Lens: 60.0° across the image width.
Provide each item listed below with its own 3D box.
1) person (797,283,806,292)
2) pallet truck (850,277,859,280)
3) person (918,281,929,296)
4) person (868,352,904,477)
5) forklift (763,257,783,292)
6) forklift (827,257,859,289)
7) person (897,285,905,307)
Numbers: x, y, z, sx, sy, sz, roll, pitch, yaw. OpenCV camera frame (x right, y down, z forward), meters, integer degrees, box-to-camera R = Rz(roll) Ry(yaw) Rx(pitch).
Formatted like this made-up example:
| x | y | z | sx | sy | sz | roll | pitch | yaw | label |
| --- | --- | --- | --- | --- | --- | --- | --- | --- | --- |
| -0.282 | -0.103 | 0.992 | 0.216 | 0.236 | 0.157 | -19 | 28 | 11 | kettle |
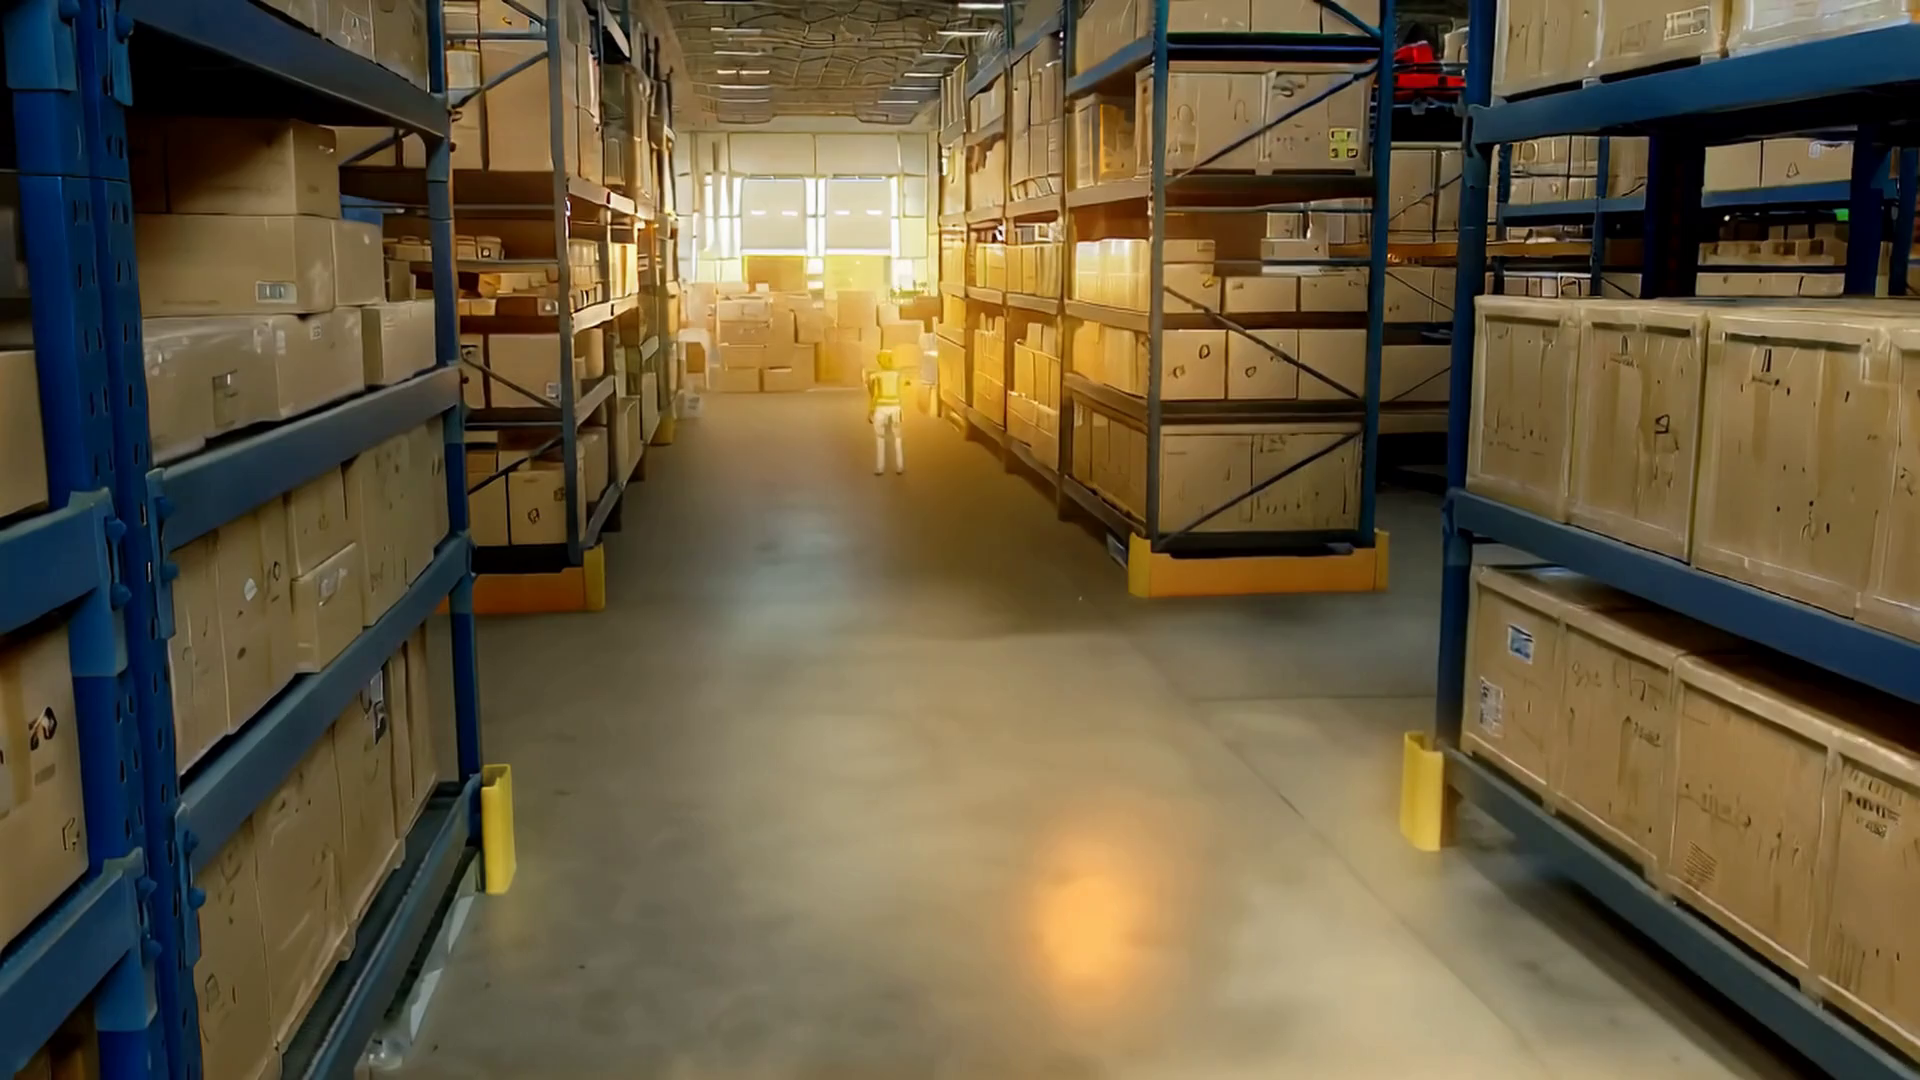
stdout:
| x | y | z | sx | sy | sz | roll | pitch | yaw | label |
| --- | --- | --- | --- | --- | --- | --- | --- | --- | --- |
| -5.742 | -8.431 | 60.391 | 0.372 | 1.940 | 0.631 | -3 | 10 | -19 | person |
| -3.782 | -9.391 | 65.808 | 1.885 | 1.965 | 0.823 | 2 | 10 | 10 | pallet truck |
| -1.426 | -9.000 | 63.911 | 0.552 | 1.866 | 0.594 | -9 | 13 | -41 | person |
| -0.960 | -1.641 | 21.767 | 0.514 | 1.632 | 0.314 | -6 | 11 | -31 | person |
| -4.314 | -5.205 | 38.867 | 1.873 | 2.768 | 1.129 | -1 | 10 | -7 | forklift |
| -3.293 | -6.577 | 46.858 | 1.129 | 2.768 | 1.873 | -1 | 10 | -7 | forklift |
| -2.473 | -9.996 | 70.409 | 0.386 | 1.622 | 0.538 | -2 | 10 | -14 | person |
